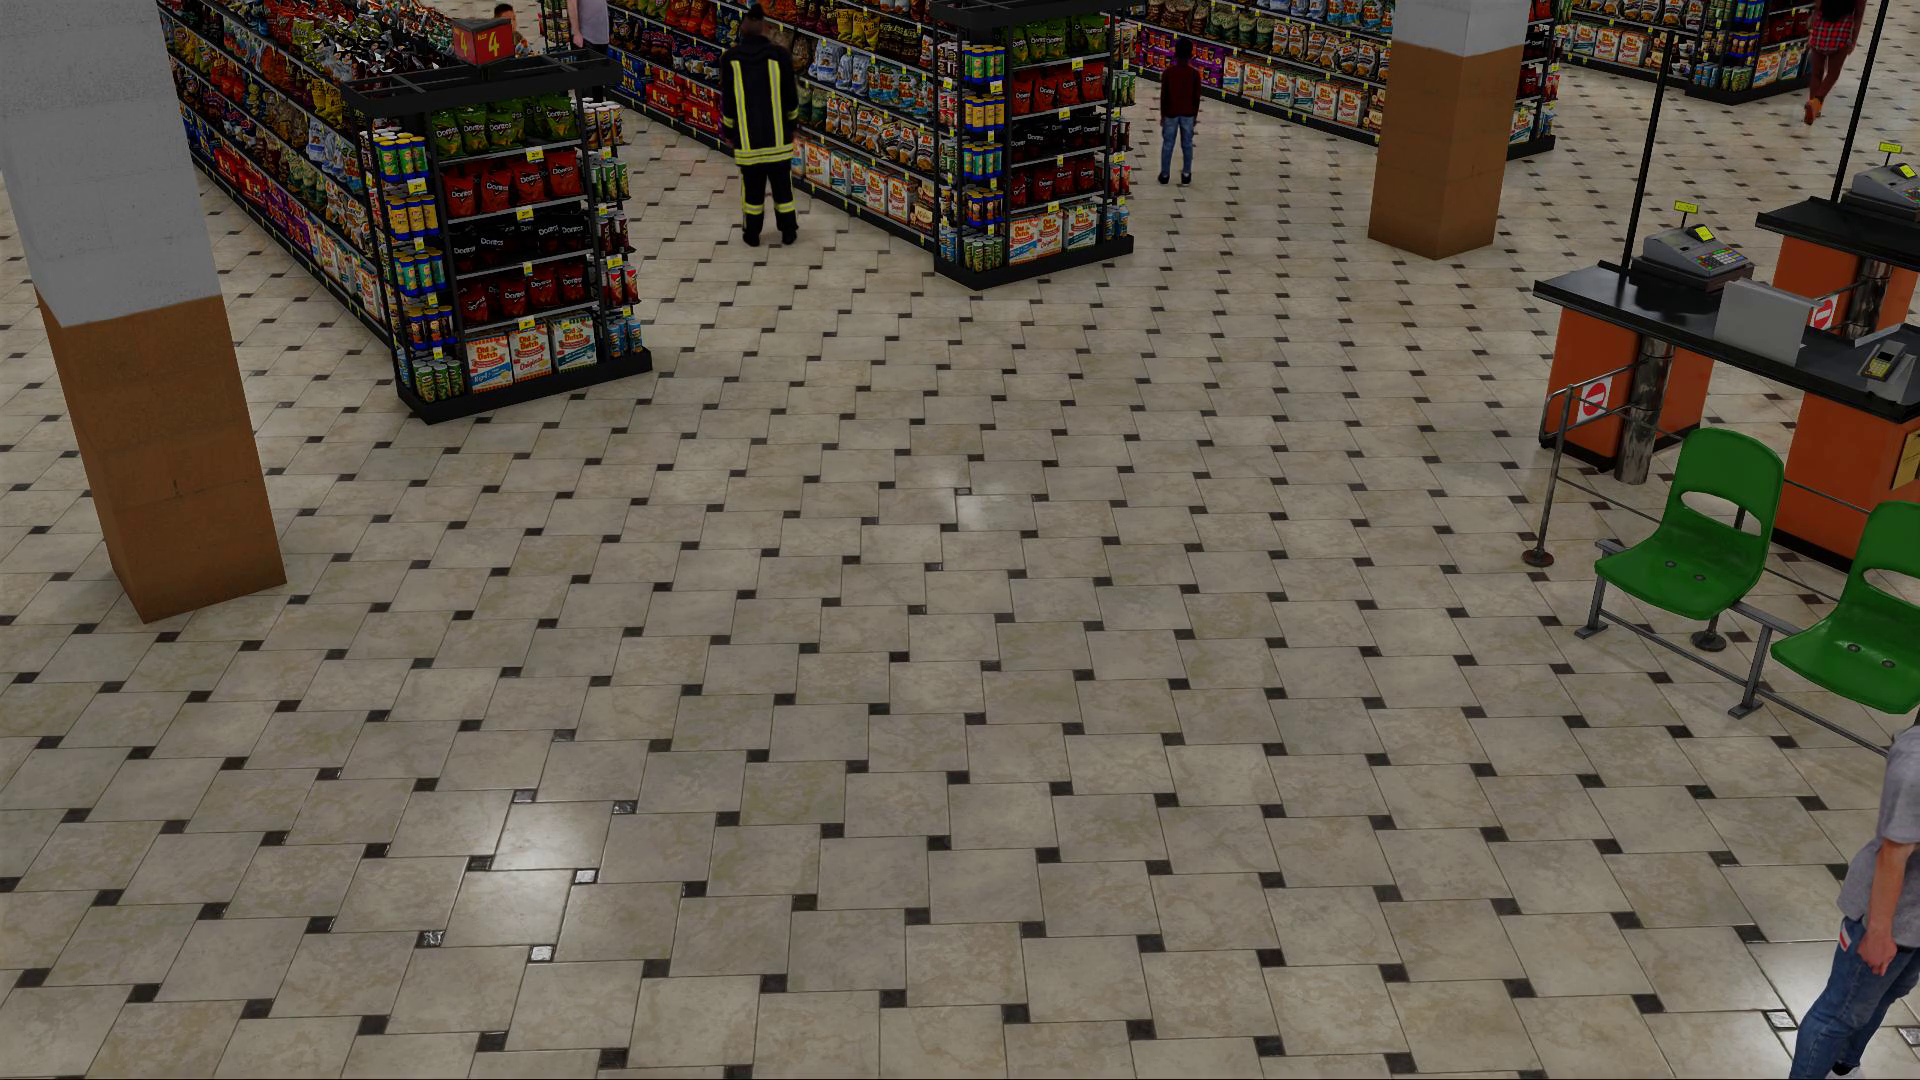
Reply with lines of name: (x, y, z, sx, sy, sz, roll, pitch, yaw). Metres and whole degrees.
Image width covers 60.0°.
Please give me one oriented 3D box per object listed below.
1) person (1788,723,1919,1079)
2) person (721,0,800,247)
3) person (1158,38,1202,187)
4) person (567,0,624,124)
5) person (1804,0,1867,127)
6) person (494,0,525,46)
person: (2.864, 1.058, 5.026, 0.660, 1.890, 0.540, -18, 34, -30)
person: (-1.541, -3.206, 12.864, 0.864, 1.863, 0.858, -5, 29, -9)
person: (1.898, -3.701, 14.407, 0.576, 1.254, 0.617, -1, 29, -1)
person: (-3.553, -4.888, 15.974, 0.791, 1.837, 0.769, 9, 30, 17)
person: (8.333, -4.798, 15.947, 1.069, 1.704, 0.863, 20, 35, 32)
person: (-4.017, -4.014, 14.800, 1.007, 1.426, 0.720, 25, 37, 38)
